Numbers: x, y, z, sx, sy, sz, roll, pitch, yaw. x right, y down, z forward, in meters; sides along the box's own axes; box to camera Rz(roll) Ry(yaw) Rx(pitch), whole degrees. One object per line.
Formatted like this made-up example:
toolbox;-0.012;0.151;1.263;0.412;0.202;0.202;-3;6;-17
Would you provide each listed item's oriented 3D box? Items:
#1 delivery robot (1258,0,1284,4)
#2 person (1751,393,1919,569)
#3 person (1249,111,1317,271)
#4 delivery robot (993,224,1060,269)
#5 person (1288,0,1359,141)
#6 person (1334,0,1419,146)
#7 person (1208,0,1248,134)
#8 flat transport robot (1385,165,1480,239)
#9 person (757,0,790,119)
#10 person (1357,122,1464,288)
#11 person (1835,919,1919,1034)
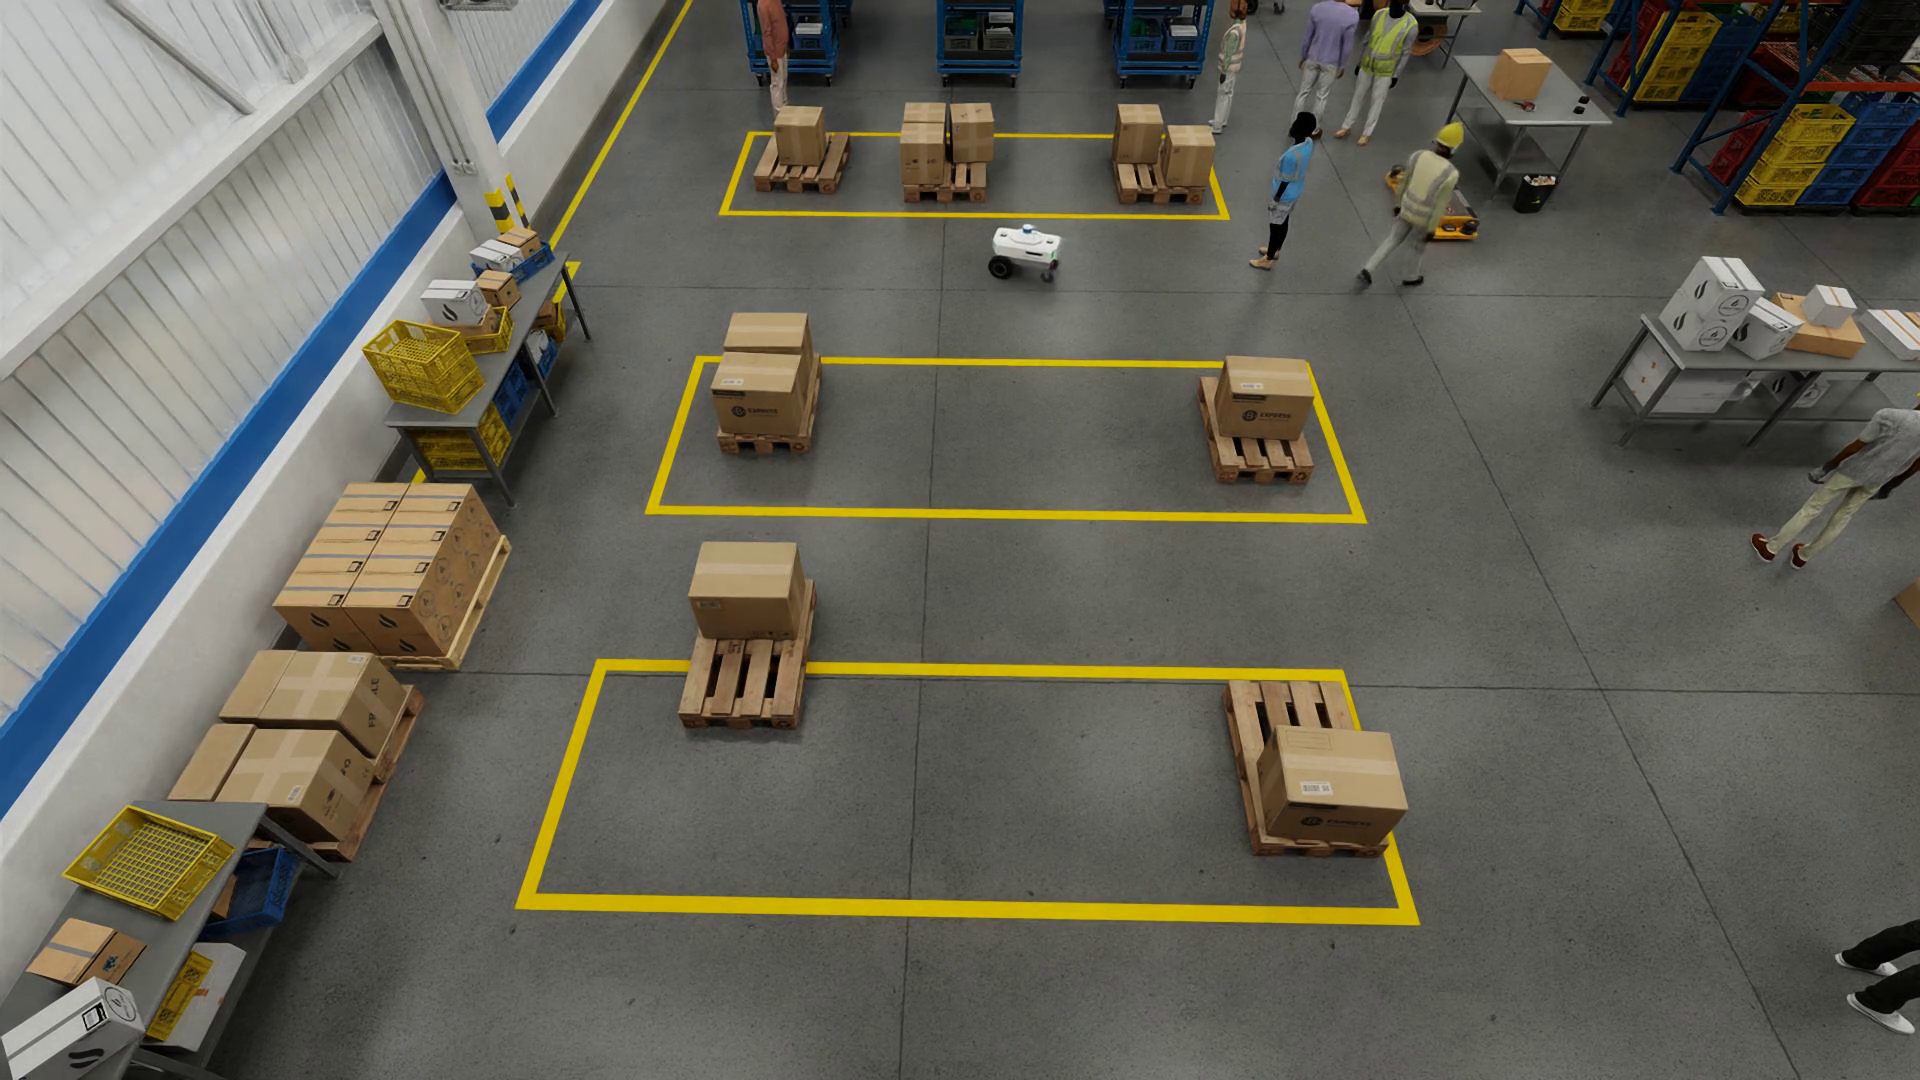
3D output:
delivery robot;5.052;-9.094;15.135;0.707;0.478;0.477;6;49;6
person;6.768;-0.493;6.892;0.526;1.871;0.324;17;51;15
person;3.471;-3.713;9.789;0.317;1.700;0.538;28;55;22
delivery robot;0.730;-3.222;10.058;0.707;0.478;0.477;12;50;10
person;4.640;-6.127;11.723;0.627;1.941;0.371;27;54;21
person;5.329;-6.005;11.681;0.430;1.844;0.624;-36;58;-27
person;3.502;-6.161;11.955;0.313;1.634;0.514;19;52;16
flat transport robot;5.692;-4.094;11.059;0.652;0.197;1.431;1;49;1
person;-2.362;-6.358;11.887;0.378;1.995;0.609;5;49;4
person;4.719;-3.384;9.436;0.781;1.809;0.609;-20;52;-17
person;5.340;2.002;4.703;0.391;1.915;0.587;17;51;15
